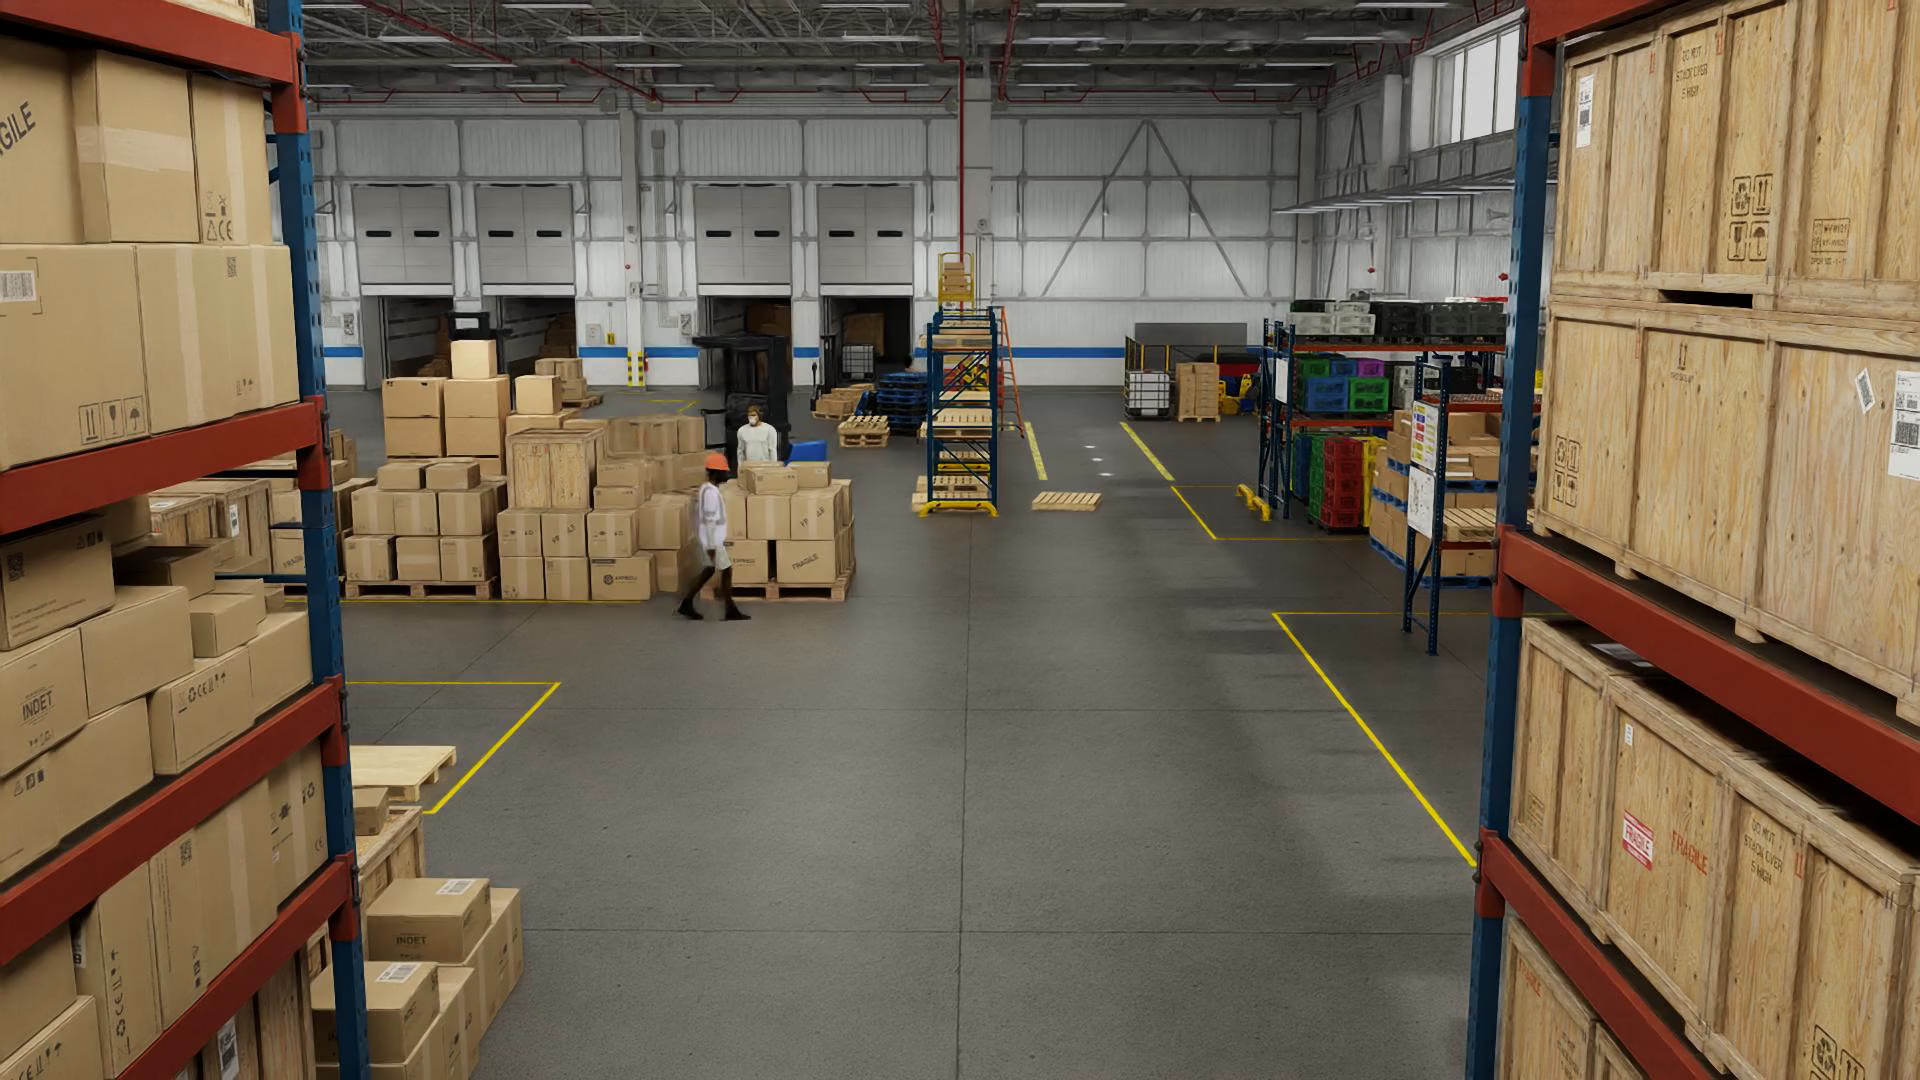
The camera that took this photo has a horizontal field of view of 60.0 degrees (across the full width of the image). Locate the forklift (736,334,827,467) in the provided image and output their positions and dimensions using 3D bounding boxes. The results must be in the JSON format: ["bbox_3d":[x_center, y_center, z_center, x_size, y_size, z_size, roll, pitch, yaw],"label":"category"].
[{"bbox_3d":[-3.126,-1.901,26.671,1.129,2.768,1.873,9,13,41],"label":"forklift"}]

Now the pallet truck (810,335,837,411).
[{"bbox_3d":[-3.021,-4.312,43.126,1.885,1.965,0.823,3,10,17],"label":"pallet truck"}]

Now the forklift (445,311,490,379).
[{"bbox_3d":[-10.825,-3.651,36.765,1.129,2.768,1.873,2,10,13],"label":"forklift"}]

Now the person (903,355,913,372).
[{"bbox_3d":[-1.185,-3.658,40.301,0.793,1.665,0.532,-1,10,-8],"label":"person"}]

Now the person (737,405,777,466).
[{"bbox_3d":[-2.971,-1.025,24.384,0.629,1.929,0.362,3,10,15],"label":"person"}]

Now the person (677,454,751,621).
[{"bbox_3d":[-2.804,-0.009,18.639,0.845,1.912,0.564,-2,10,-13],"label":"person"}]
